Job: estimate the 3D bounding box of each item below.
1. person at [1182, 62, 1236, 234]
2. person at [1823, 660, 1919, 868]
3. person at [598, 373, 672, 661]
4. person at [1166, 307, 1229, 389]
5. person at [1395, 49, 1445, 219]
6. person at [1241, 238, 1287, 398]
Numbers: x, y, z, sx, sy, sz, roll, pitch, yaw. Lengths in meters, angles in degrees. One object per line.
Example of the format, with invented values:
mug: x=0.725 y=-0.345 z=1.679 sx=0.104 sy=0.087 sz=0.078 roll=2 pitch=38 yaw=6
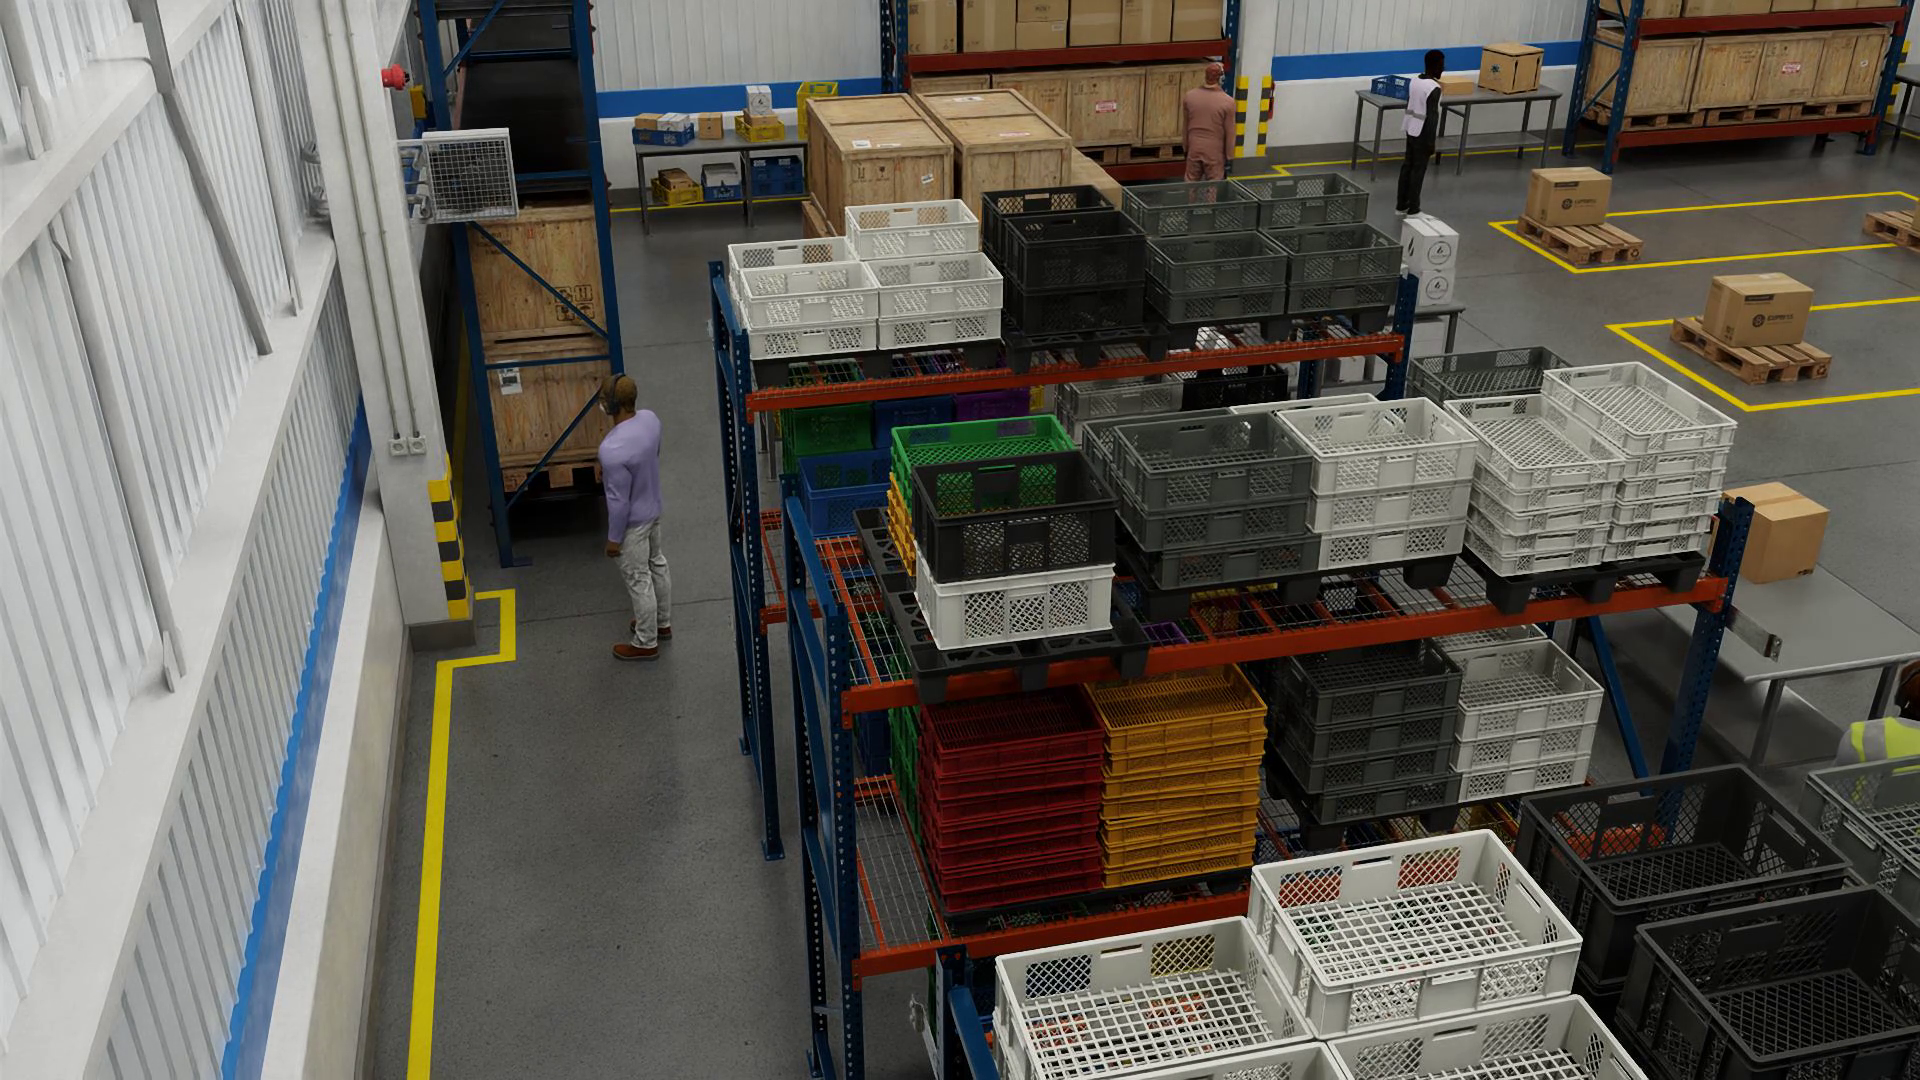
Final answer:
person: x=2.776 y=-4.357 z=18.557 sx=0.644 sy=1.900 sz=0.396 roll=18 pitch=33 yaw=30
person: x=4.289 y=1.381 z=7.739 sx=0.630 sy=1.836 sz=0.430 roll=5 pitch=28 yaw=9
person: x=-2.067 y=-0.144 z=10.516 sx=0.372 sy=1.940 sz=0.630 roll=6 pitch=28 yaw=12
person: x=1.672 y=-0.968 z=12.149 sx=0.581 sy=1.879 sz=0.344 roll=19 pitch=33 yaw=31
person: x=5.275 y=-4.644 z=19.077 sx=0.398 sy=1.916 sz=0.590 roll=-6 pitch=28 yaw=-11
person: x=2.408 y=-1.547 z=13.257 sx=0.333 sy=1.864 sz=0.515 roll=-7 pitch=29 yaw=-12
